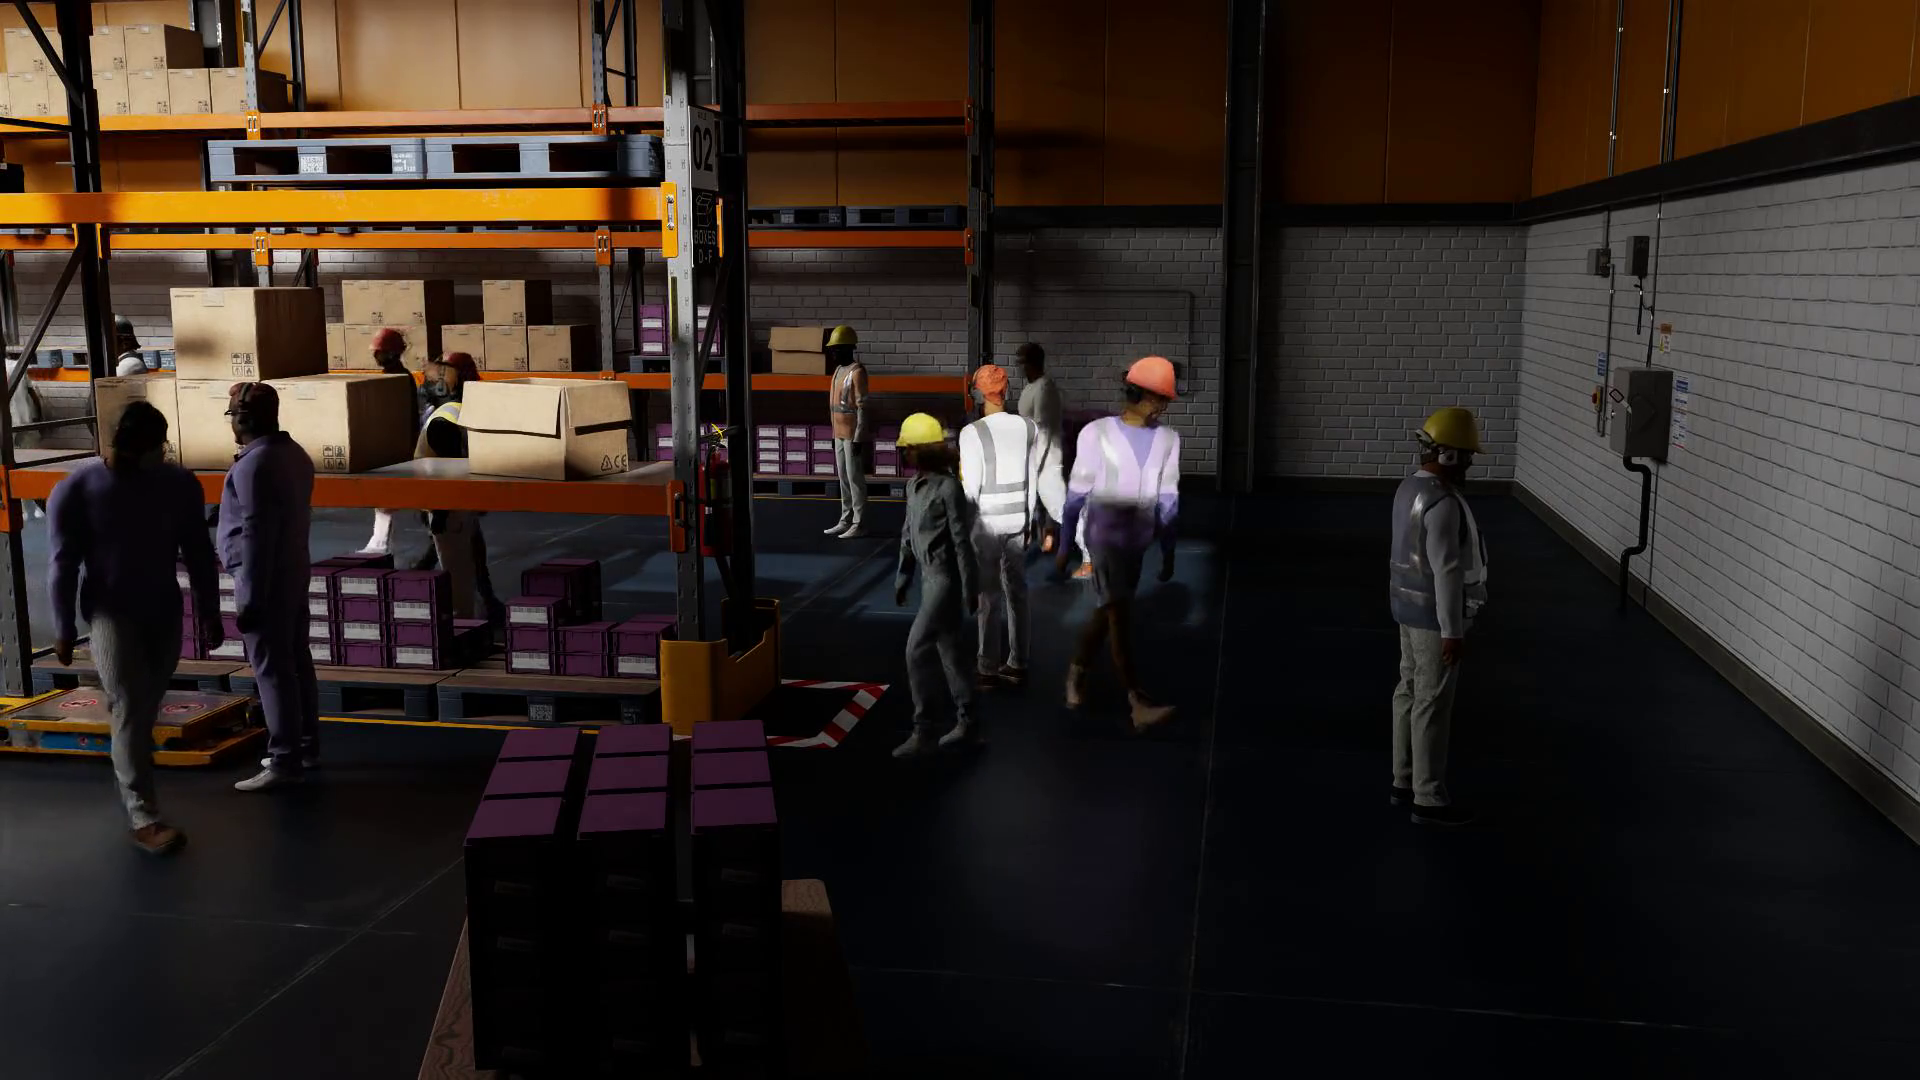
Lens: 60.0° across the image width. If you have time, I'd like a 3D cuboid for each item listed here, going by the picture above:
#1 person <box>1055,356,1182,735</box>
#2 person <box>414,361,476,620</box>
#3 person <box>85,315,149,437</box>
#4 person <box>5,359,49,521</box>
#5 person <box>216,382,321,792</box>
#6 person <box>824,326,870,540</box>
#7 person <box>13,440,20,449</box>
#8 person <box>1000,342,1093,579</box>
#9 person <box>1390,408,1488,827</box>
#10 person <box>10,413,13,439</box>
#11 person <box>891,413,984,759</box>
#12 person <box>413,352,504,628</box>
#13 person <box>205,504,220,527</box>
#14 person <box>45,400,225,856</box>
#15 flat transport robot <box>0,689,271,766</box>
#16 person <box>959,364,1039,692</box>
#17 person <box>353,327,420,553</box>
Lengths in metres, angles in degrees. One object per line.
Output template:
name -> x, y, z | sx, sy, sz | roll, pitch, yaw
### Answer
person -> 0.858, 0.013, 8.850 | 0.680, 1.961, 1.064 | -5, 10, -28
person -> -3.305, -0.228, 10.708 | 0.429, 1.846, 0.627 | -1, 9, -8
person -> -7.373, -0.955, 14.611 | 0.539, 2.000, 0.688 | -5, 10, -28
person -> -9.162, -1.095, 16.186 | 0.341, 1.823, 0.686 | 4, 10, 24
person -> -3.242, 0.214, 7.775 | 0.406, 1.904, 0.654 | -1, 9, -3
person -> -1.026, -0.971, 15.058 | 0.368, 1.926, 0.594 | -5, 10, -26
person -> -10.301, -1.298, 17.571 | 0.587, 1.783, 0.950 | 9, 13, 43
person -> 0.667, -0.612, 13.008 | 1.054, 1.884, 0.642 | -2, 9, -11
person -> 2.097, 0.331, 7.308 | 0.403, 1.823, 0.586 | 0, 9, -3
person -> -6.616, -0.304, 11.176 | 0.520, 1.844, 0.330 | -4, 10, -22
person -> -0.153, 0.225, 8.286 | 0.667, 1.711, 0.489 | -3, 10, -20
person -> -3.459, -0.336, 11.288 | 1.014, 1.881, 0.547 | 1, 9, 4
person -> -6.835, -1.073, 15.868 | 0.995, 1.881, 0.556 | -6, 11, -35
person -> -3.563, 0.334, 7.169 | 0.994, 1.884, 0.632 | 7, 12, 38
flat transport robot -> -4.249, 0.927, 8.405 | 1.431, 0.197, 0.652 | 1, 9, 9
person -> 0.204, -0.069, 9.589 | 0.573, 1.886, 0.353 | -8, 12, -41
person -> -4.711, -0.832, 14.139 | 0.981, 1.958, 0.620 | -6, 11, -32
